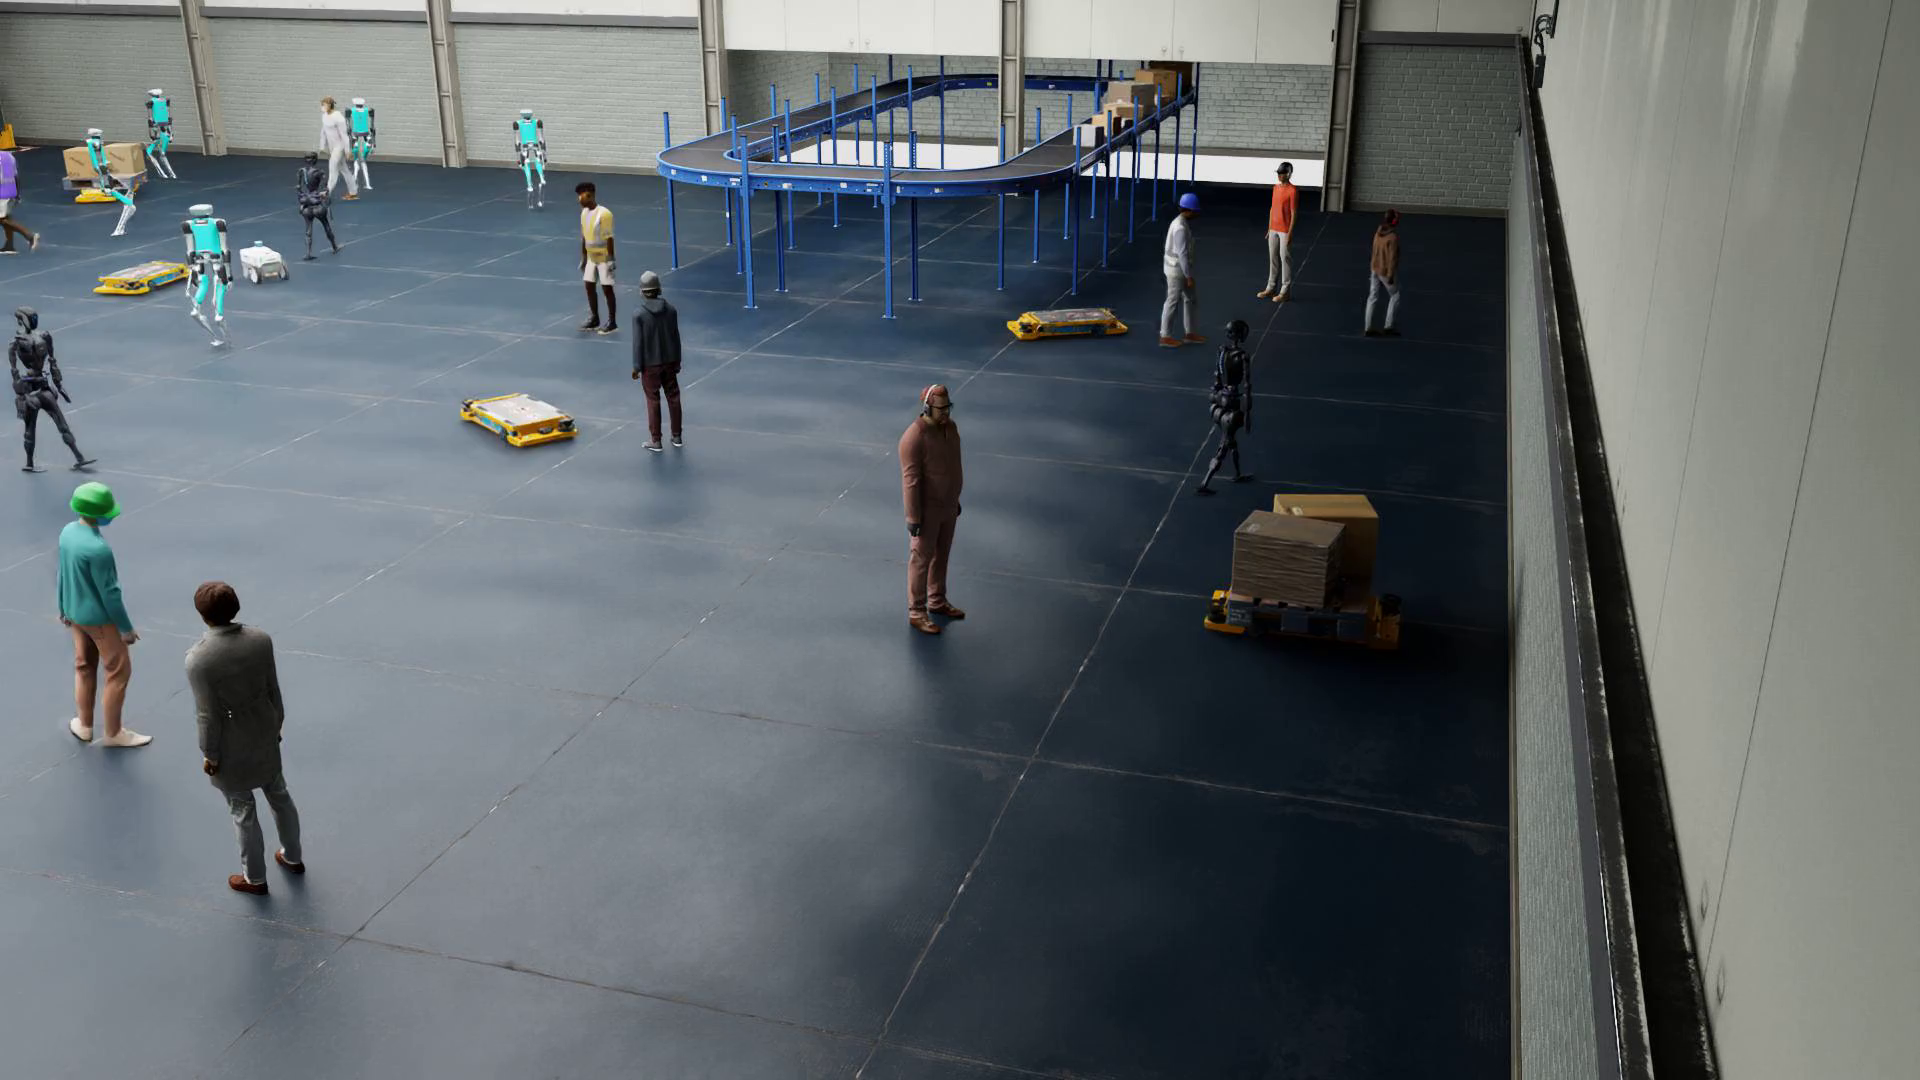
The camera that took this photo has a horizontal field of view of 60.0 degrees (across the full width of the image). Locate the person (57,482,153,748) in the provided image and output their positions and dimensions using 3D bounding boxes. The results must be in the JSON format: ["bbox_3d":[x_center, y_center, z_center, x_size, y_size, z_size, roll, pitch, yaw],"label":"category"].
[{"bbox_3d":[-5.648,0.474,10.785,0.714,1.827,0.400,14,25,31],"label":"person"}]

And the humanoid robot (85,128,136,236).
[{"bbox_3d":[-13.891,-5.902,27.355,0.669,1.735,0.543,-14,25,-31],"label":"humanoid robot"}]

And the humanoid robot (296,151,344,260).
[{"bbox_3d":[-9.998,-5.199,25.769,0.608,1.625,0.773,6,22,16],"label":"humanoid robot"}]

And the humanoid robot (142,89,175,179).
[{"bbox_3d":[-15.914,-7.979,32.909,0.658,1.860,0.539,9,23,23],"label":"humanoid robot"}]

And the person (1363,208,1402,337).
[{"bbox_3d":[5.416,-3.380,21.042,0.589,1.632,0.484,-10,23,-25],"label":"person"}]

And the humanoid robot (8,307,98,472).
[{"bbox_3d":[-8.825,-1.434,15.974,0.717,1.626,0.588,5,22,12],"label":"humanoid robot"}]

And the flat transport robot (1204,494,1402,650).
[{"bbox_3d":[2.625,0.564,12.715,1.431,0.231,0.659,6,22,15],"label":"flat transport robot"}]

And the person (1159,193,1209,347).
[{"bbox_3d":[2.817,-3.299,20.433,0.723,1.918,0.628,4,21,9],"label":"person"}]

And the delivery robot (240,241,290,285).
[{"bbox_3d":[-10.212,-4.068,24.310,0.757,0.580,0.499,20,29,41],"label":"delivery robot"}]

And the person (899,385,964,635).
[{"bbox_3d":[-0.177,-0.248,12.550,0.406,1.903,0.651,13,25,30],"label":"person"}]

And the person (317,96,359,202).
[{"bbox_3d":[-11.516,-7.116,30.365,0.996,1.894,0.652,-19,28,-40],"label":"person"}]

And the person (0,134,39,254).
[{"bbox_3d":[-14.812,-5.391,25.840,0.738,1.934,0.611,1,21,3],"label":"person"}]

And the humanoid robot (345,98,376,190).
[{"bbox_3d":[-11.455,-7.560,31.749,0.591,1.772,0.872,-9,23,-23],"label":"humanoid robot"}]

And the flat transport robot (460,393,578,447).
[{"bbox_3d":[-4.649,-1.277,17.490,0.659,0.231,1.431,-17,27,-37],"label":"flat transport robot"}]

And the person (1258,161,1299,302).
[{"bbox_3d":[4.412,-4.249,22.920,0.386,1.913,0.477,-13,25,-30],"label":"person"}]

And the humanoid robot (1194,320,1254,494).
[{"bbox_3d":[2.518,-1.254,15.536,0.775,1.625,0.598,-10,23,-24],"label":"humanoid robot"}]

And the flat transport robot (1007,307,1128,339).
[{"bbox_3d":[1.381,-2.781,21.390,1.431,0.231,0.659,-5,22,-13],"label":"flat transport robot"}]

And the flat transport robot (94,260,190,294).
[{"bbox_3d":[-11.733,-3.778,23.978,0.659,0.231,1.431,4,21,10],"label":"flat transport robot"}]

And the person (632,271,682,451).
[{"bbox_3d":[-3.042,-1.791,16.678,0.537,1.811,0.367,-15,26,-34],"label":"person"}]

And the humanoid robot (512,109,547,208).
[{"bbox_3d":[-7.596,-6.717,29.581,0.542,1.786,0.871,-8,23,-20],"label":"humanoid robot"}]

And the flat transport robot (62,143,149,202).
[{"bbox_3d":[-15.956,-6.539,31.137,0.659,0.231,1.431,-3,21,-7],"label":"flat transport robot"}]

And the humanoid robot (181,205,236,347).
[{"bbox_3d":[-9.231,-3.147,20.343,0.557,1.796,0.802,-1,21,-2],"label":"humanoid robot"}]

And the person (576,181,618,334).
[{"bbox_3d":[-4.605,-3.586,21.190,0.628,1.928,0.423,17,27,38],"label":"person"}]

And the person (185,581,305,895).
[{"bbox_3d":[-3.969,1.089,9.184,0.366,1.831,0.506,14,25,32],"label":"person"}]
